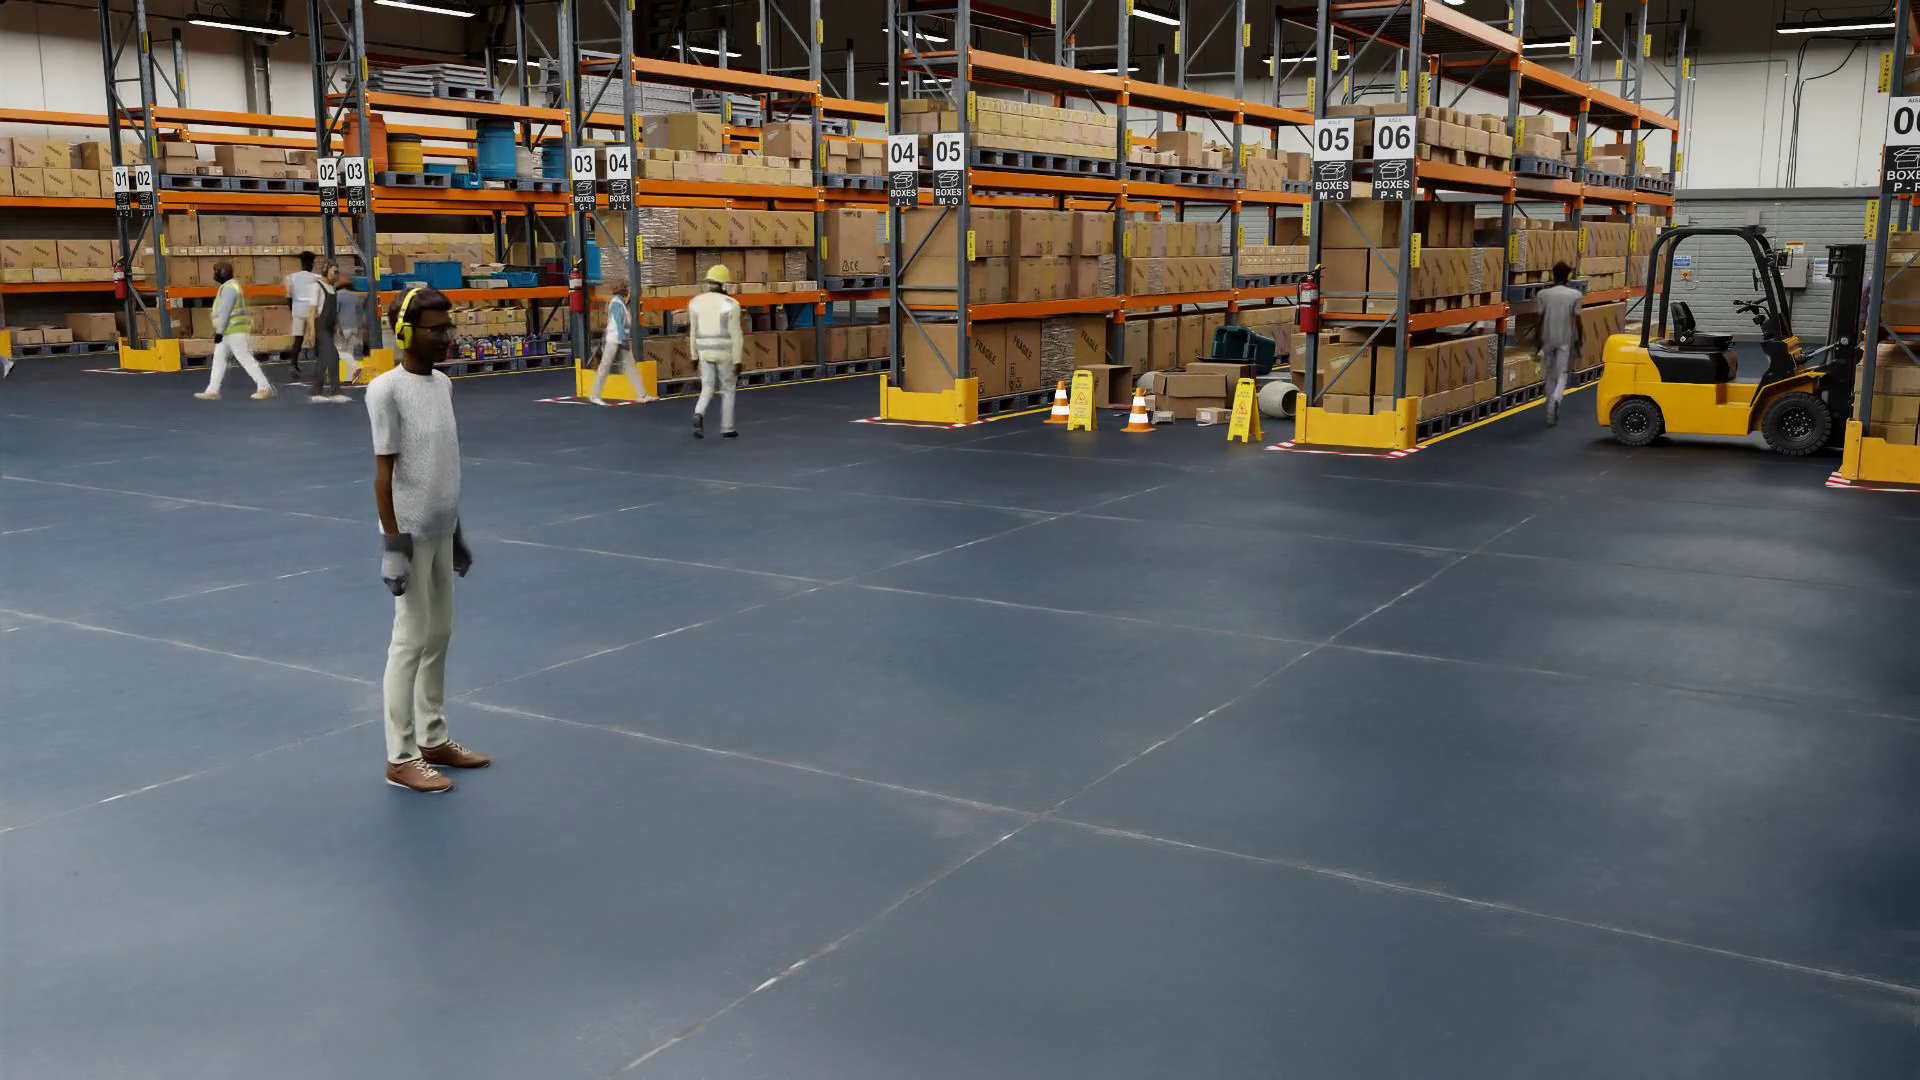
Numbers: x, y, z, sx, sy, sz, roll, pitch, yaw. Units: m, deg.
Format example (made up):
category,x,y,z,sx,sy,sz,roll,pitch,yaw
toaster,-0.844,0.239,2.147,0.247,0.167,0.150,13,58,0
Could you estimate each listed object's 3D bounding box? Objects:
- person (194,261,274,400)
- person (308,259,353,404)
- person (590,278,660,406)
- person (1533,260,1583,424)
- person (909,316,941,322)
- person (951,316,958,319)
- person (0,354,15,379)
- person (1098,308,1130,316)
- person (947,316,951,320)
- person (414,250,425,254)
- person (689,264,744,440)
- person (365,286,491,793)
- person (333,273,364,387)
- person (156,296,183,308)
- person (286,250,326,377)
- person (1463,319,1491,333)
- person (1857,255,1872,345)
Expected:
category,x,y,z,sx,sy,sz,roll,pitch,yaw
person,-9.420,-2.708,21.546,0.952,1.799,0.628,-4,11,-23
person,-7.913,-2.616,20.978,0.767,1.810,0.538,1,10,6
person,-4.240,-2.455,20.706,0.865,1.584,0.592,1,10,3
person,6.686,-2.204,18.607,0.514,1.845,0.764,5,11,27
person,-0.562,-3.468,26.193,0.544,1.646,0.897,7,12,35
person,0.125,-3.019,22.630,0.606,2.035,0.403,6,12,30
person,-14.040,-3.138,24.066,0.528,1.757,0.483,10,14,43
person,2.512,-3.848,27.623,0.551,1.911,0.826,8,13,36
person,-0.090,-3.351,25.390,0.495,1.707,0.807,7,12,36
person,-10.571,-4.746,32.714,0.584,1.882,0.349,6,12,31
person,-2.486,-1.893,16.926,0.604,1.811,0.616,3,11,18
person,-1.996,-0.006,6.217,0.310,1.864,0.533,2,10,11
person,-8.619,-2.952,23.428,0.462,1.604,0.562,4,11,22
person,-14.613,-4.266,30.753,0.502,1.626,0.281,0,10,2
person,-9.963,-3.438,25.290,0.608,1.929,0.938,0,10,-2
person,8.542,-3.810,27.391,0.550,1.923,0.570,9,13,40
person,12.798,-3.180,23.851,0.585,1.921,0.392,6,12,31
